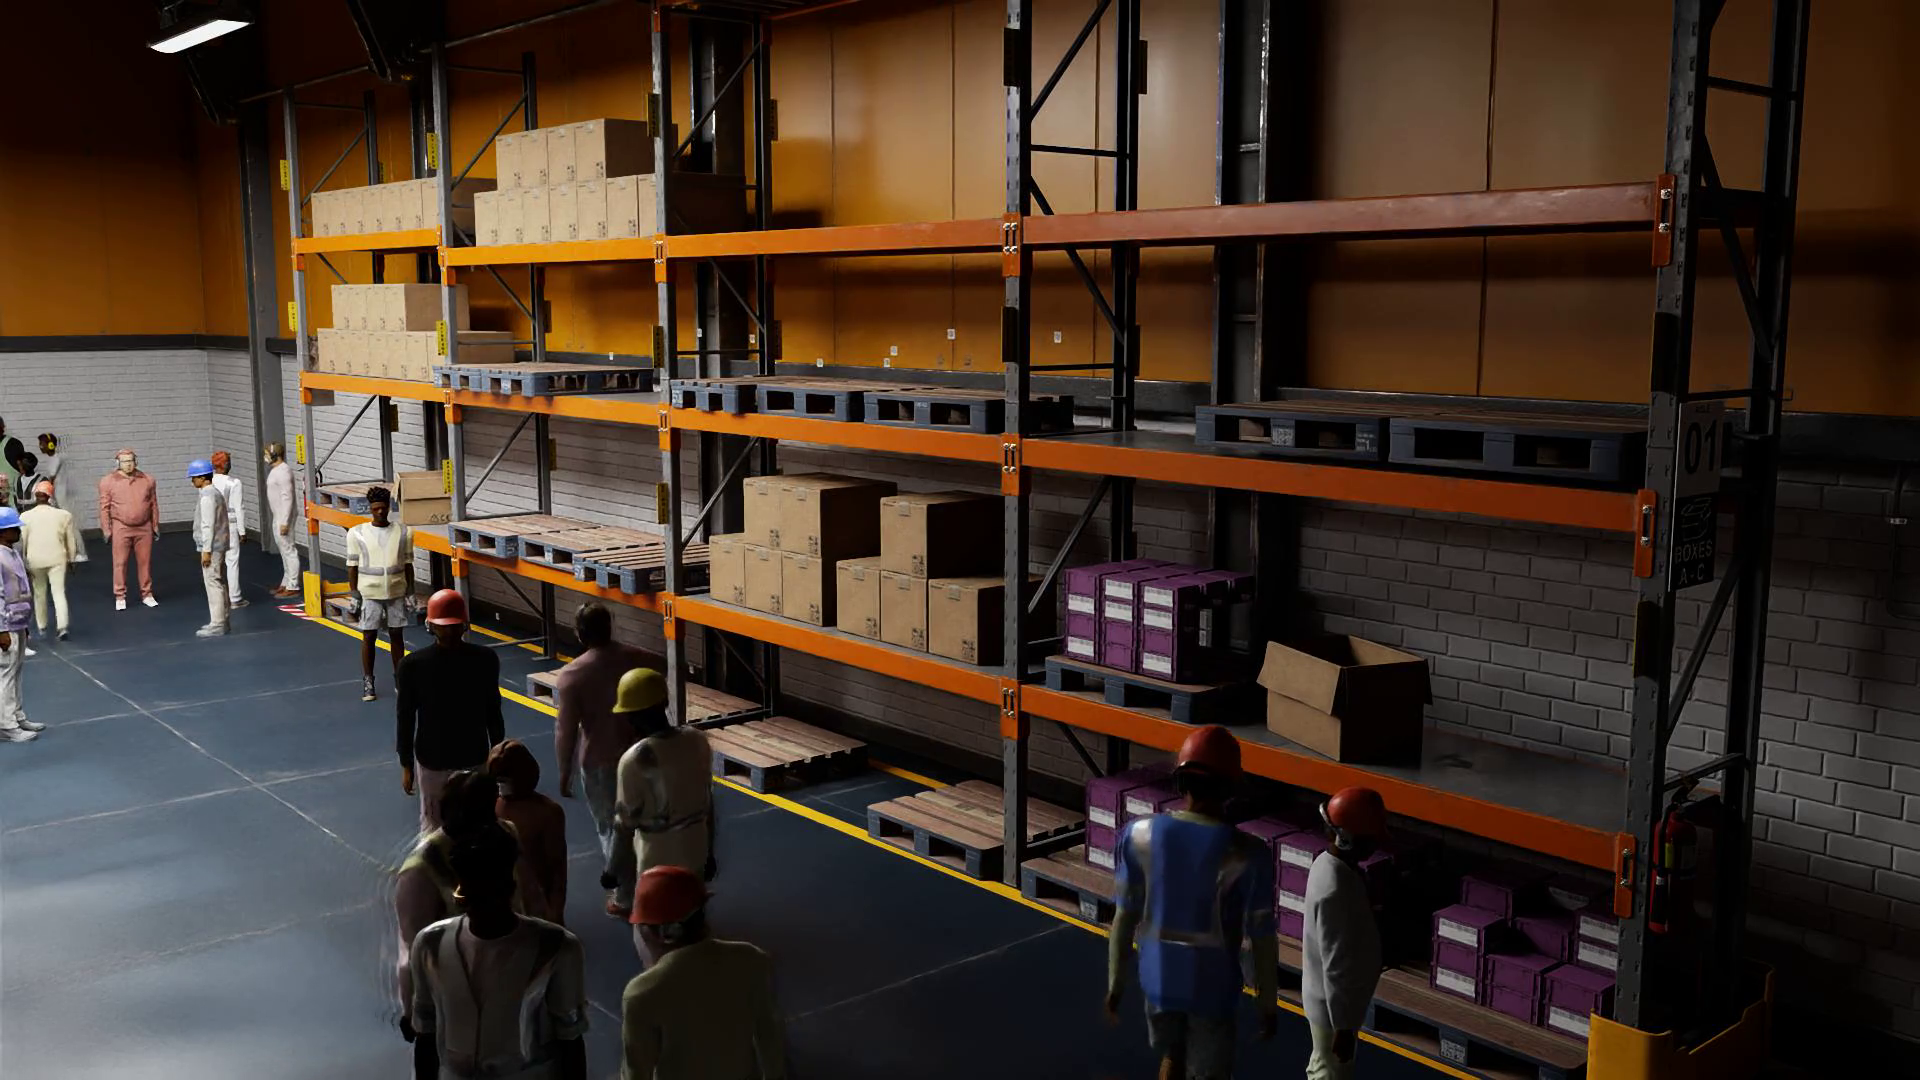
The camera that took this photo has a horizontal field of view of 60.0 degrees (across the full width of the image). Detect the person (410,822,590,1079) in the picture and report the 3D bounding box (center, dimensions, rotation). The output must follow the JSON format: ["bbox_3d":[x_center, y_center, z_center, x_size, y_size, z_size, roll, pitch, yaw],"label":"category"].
[{"bbox_3d":[-1.532,1.886,5.532,0.606,1.957,0.373,1,8,6],"label":"person"}]

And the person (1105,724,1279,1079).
[{"bbox_3d":[0.913,1.718,6.463,0.655,2.018,0.474,4,9,27],"label":"person"}]

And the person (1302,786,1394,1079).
[{"bbox_3d":[1.533,1.831,6.640,0.337,1.742,0.562,2,8,10],"label":"person"}]

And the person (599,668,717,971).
[{"bbox_3d":[-1.423,1.556,8.105,0.540,1.880,0.628,5,10,33],"label":"person"}]

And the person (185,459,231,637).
[{"bbox_3d":[-8.190,0.080,18.168,0.420,1.933,0.622,-3,9,-17],"label":"person"}]

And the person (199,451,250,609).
[{"bbox_3d":[-8.746,-0.118,19.753,0.573,1.877,0.353,2,8,11],"label":"person"}]

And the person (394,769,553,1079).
[{"bbox_3d":[-1.988,1.794,6.796,0.957,1.794,0.611,3,9,19],"label":"person"}]

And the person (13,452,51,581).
[{"bbox_3d":[-12.058,-0.300,21.621,0.541,1.695,0.315,1,8,9],"label":"person"}]

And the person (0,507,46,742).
[{"bbox_3d":[-7.906,0.695,13.823,0.380,1.951,0.607,-2,9,-17],"label":"person"}]

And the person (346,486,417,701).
[{"bbox_3d":[-5.296,0.481,15.260,0.602,1.966,0.368,-5,9,-29],"label":"person"}]

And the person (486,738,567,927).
[{"bbox_3d":[-2.077,1.723,7.777,0.498,1.633,0.284,1,8,10],"label":"person"}]

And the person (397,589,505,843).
[{"bbox_3d":[-2.953,1.266,9.704,0.625,1.992,0.389,-5,10,-32],"label":"person"}]

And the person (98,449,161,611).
[{"bbox_3d":[-9.810,-0.128,19.699,0.654,1.906,0.407,-7,11,-41],"label":"person"}]

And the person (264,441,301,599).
[{"bbox_3d":[-8.328,-0.249,20.442,0.378,1.937,0.629,-4,9,-27],"label":"person"}]

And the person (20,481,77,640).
[{"bbox_3d":[-9.879,0.225,17.993,0.603,1.704,0.907,-5,9,-30],"label":"person"}]

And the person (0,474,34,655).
[{"bbox_3d":[-9.746,0.272,16.933,0.403,1.905,0.652,1,8,4],"label":"person"}]

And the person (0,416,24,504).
[{"bbox_3d":[-13.874,-0.821,24.051,0.672,2.000,0.536,-5,10,-30],"label":"person"}]

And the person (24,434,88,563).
[{"bbox_3d":[-12.583,-0.549,22.939,0.977,1.812,0.507,-8,11,-42],"label":"person"}]

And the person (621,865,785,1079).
[{"bbox_3d":[-0.902,1.961,5.788,0.621,1.731,0.399,-7,11,-40],"label":"person"}]

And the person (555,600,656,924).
[{"bbox_3d":[-2.077,1.297,9.769,0.669,1.915,0.534,-8,11,-43],"label":"person"}]
